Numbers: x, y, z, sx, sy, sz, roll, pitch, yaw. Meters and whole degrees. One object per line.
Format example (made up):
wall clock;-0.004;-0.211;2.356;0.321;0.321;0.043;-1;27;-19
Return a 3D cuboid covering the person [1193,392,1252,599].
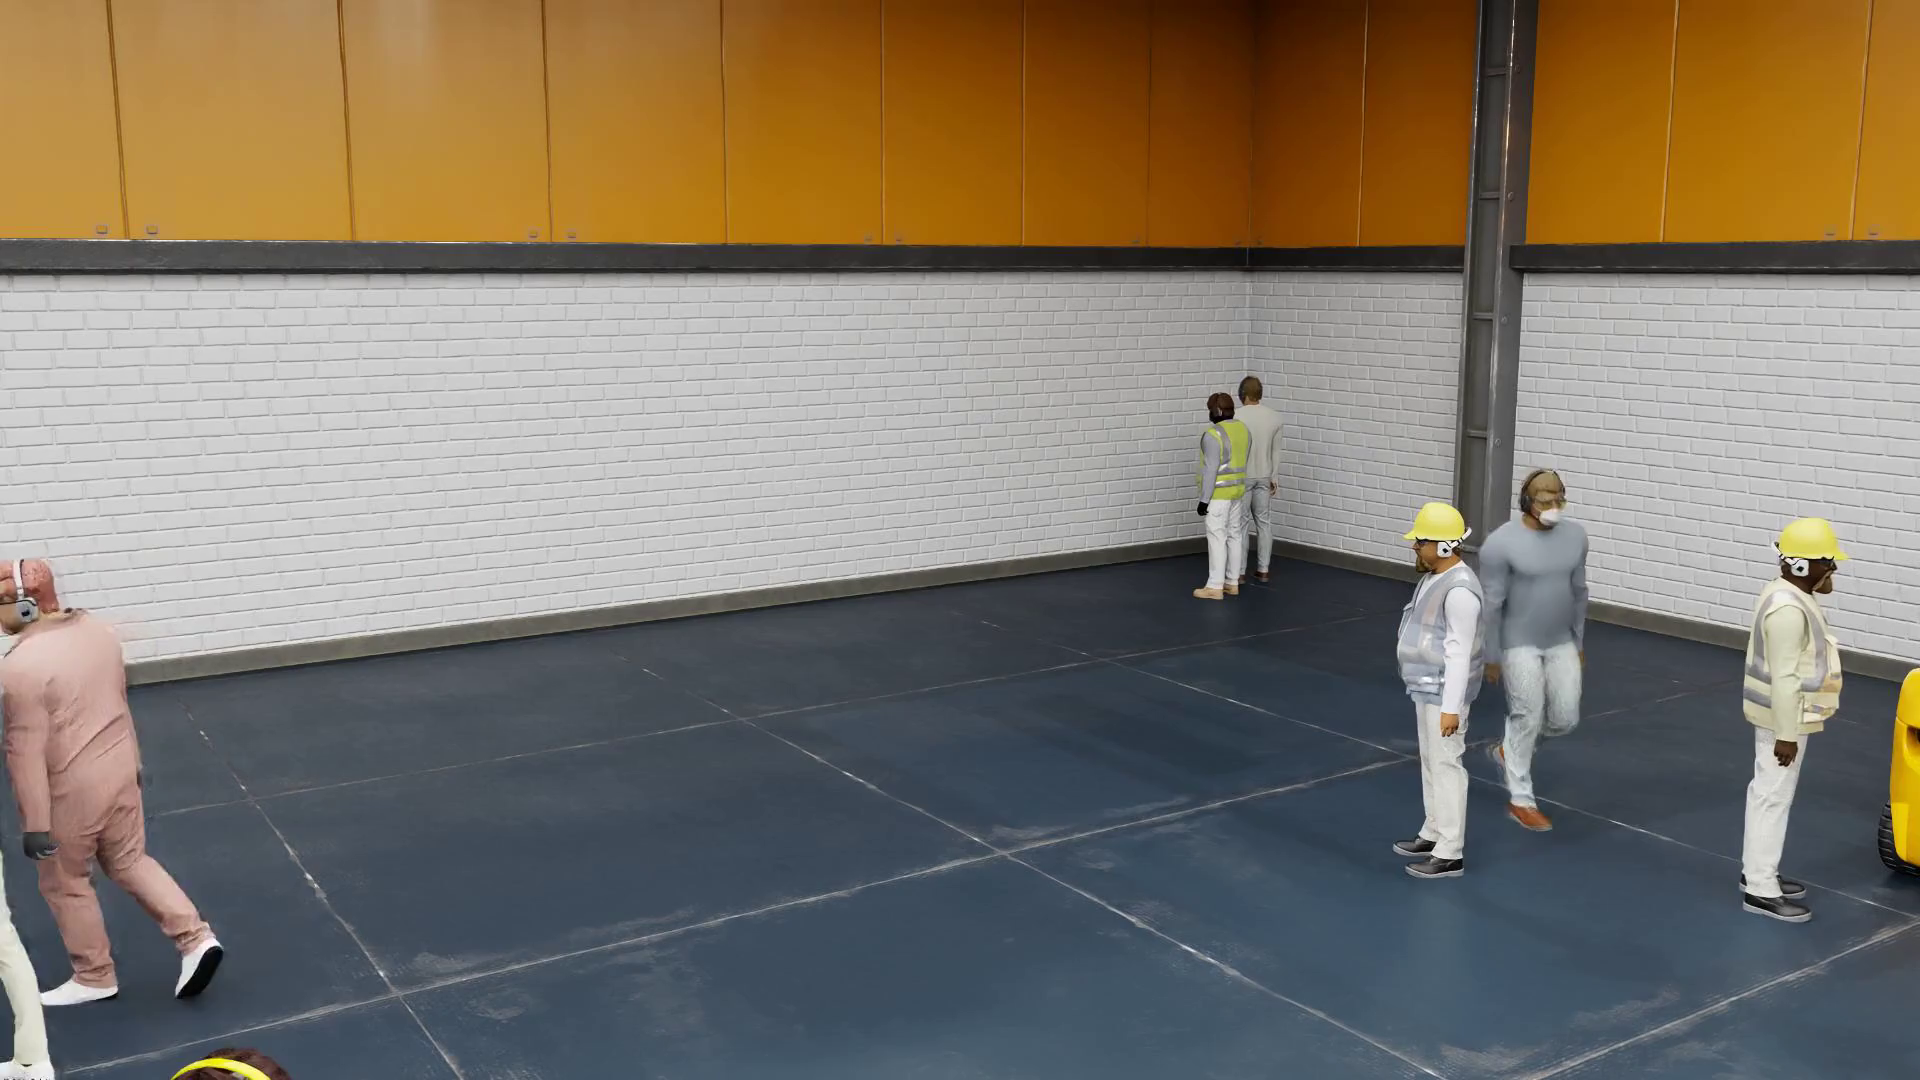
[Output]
person;2.314;-0.394;14.796;0.429;1.839;0.623;8;13;41

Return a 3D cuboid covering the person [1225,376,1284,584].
person;2.689;-0.557;15.471;0.629;1.940;0.373;-3;10;-20

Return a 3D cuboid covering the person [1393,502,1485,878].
person;2.330;0.723;8.114;0.403;1.826;0.596;0;9;2

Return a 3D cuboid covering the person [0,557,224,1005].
person;-3.325;0.974;6.519;0.733;1.862;0.740;0;9;1

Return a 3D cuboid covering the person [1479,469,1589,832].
person;2.997;0.560;8.816;0.652;1.915;0.548;-3;10;-17

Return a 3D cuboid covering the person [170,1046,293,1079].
person;-1.029;1.635;2.478;0.532;1.868;0.309;0;9;-2

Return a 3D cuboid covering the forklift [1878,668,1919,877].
forklift;5.511;0.571;7.906;2.313;2.155;1.214;-6;11;-33

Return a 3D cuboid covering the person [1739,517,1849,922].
person;3.796;0.801;7.607;0.403;1.832;0.594;5;10;26

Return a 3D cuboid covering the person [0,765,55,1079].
person;-3.687;1.079;5.996;0.956;1.818;0.526;4;10;21
